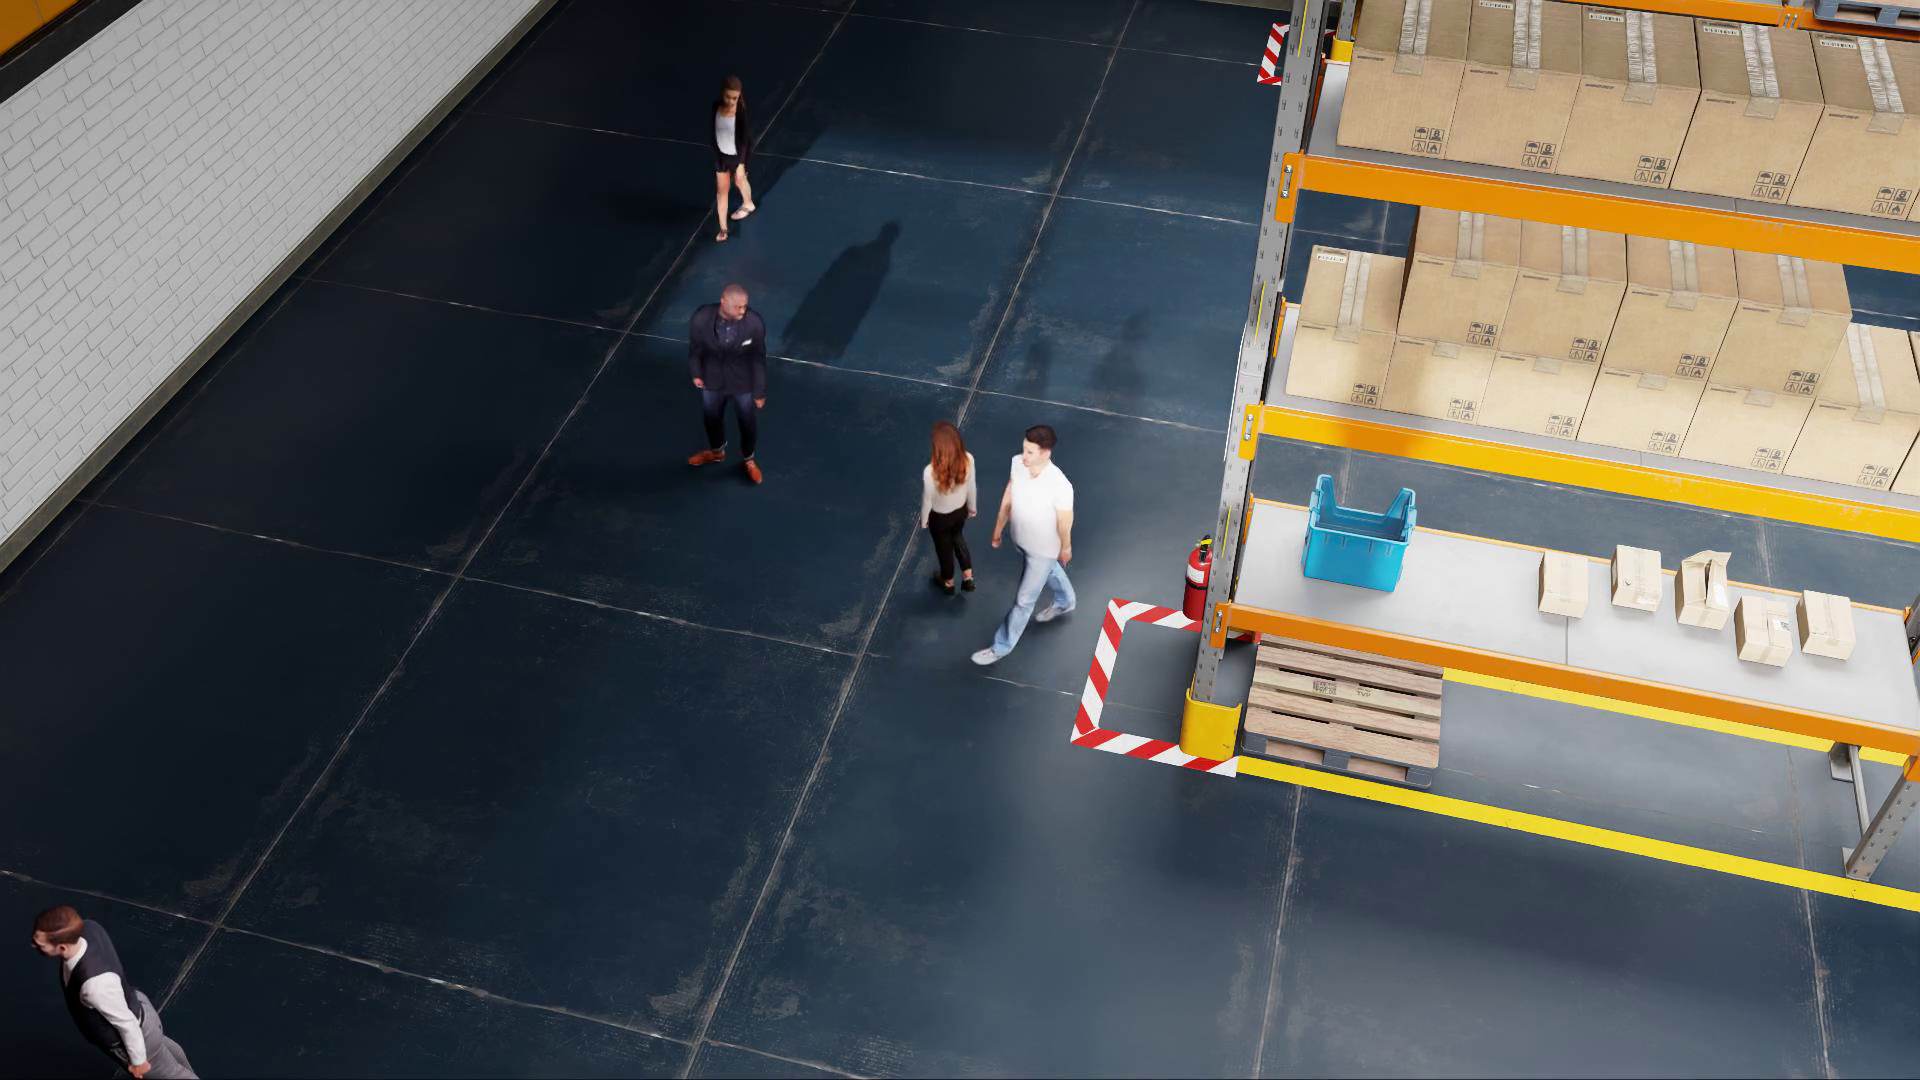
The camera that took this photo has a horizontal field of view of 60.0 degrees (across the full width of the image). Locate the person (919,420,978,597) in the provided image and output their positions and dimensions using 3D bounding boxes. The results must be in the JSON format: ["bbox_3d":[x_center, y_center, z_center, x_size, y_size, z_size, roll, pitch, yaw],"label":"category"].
[{"bbox_3d":[-0.037,-0.149,11.177,0.711,1.478,0.772,-24,49,-23],"label":"person"}]

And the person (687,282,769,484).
[{"bbox_3d":[-1.689,-1.165,12.020,0.625,1.786,0.966,13,45,13],"label":"person"}]

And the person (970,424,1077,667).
[{"bbox_3d":[0.559,-0.039,10.823,1.219,1.808,1.201,-25,49,-24],"label":"person"}]

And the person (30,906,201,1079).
[{"bbox_3d":[-4.101,2.382,8.187,0.804,1.938,0.712,-29,51,-27],"label":"person"}]

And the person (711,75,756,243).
[{"bbox_3d":[-1.983,-3.421,14.587,0.909,1.512,0.692,20,47,19],"label":"person"}]
